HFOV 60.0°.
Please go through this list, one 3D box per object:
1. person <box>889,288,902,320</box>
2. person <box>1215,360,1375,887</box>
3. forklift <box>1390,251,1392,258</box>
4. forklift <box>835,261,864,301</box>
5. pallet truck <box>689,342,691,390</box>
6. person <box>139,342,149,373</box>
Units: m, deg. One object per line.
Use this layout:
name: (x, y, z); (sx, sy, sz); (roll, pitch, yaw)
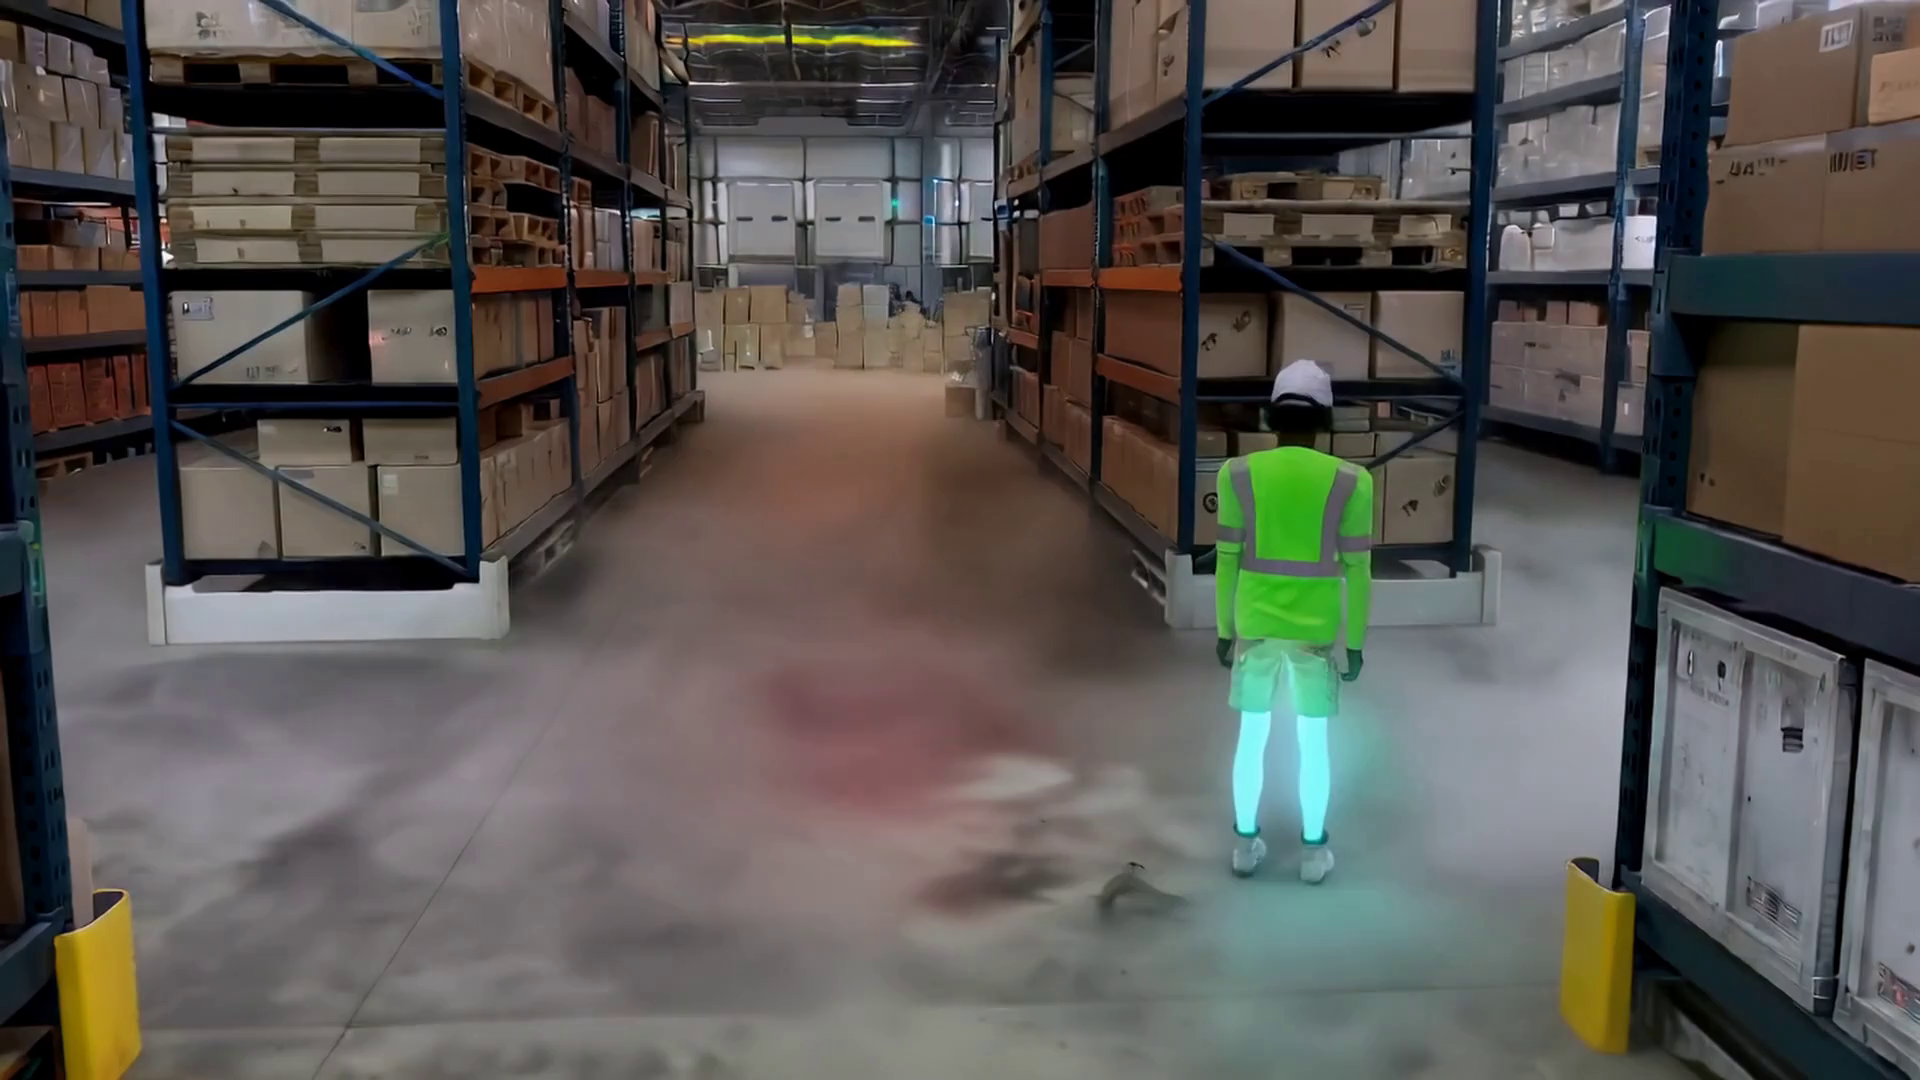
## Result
person: (-2.315, -7.829, 57.981); (0.634, 1.930, 0.384); (3, 10, 19)
person: (1.288, 0.323, 6.473); (0.601, 2.035, 0.407); (3, 9, 16)
forklift: (8.418, -4.243, 32.472); (1.129, 2.768, 1.873); (-1, 9, -4)
forklift: (-3.568, -7.636, 53.777); (1.129, 2.768, 1.873); (-1, 9, -5)
pallet truck: (-5.225, -3.008, 27.480); (1.885, 1.965, 0.823); (2, 9, 14)
person: (-13.653, -3.089, 27.998); (0.610, 1.996, 0.379); (-1, 9, -7)
